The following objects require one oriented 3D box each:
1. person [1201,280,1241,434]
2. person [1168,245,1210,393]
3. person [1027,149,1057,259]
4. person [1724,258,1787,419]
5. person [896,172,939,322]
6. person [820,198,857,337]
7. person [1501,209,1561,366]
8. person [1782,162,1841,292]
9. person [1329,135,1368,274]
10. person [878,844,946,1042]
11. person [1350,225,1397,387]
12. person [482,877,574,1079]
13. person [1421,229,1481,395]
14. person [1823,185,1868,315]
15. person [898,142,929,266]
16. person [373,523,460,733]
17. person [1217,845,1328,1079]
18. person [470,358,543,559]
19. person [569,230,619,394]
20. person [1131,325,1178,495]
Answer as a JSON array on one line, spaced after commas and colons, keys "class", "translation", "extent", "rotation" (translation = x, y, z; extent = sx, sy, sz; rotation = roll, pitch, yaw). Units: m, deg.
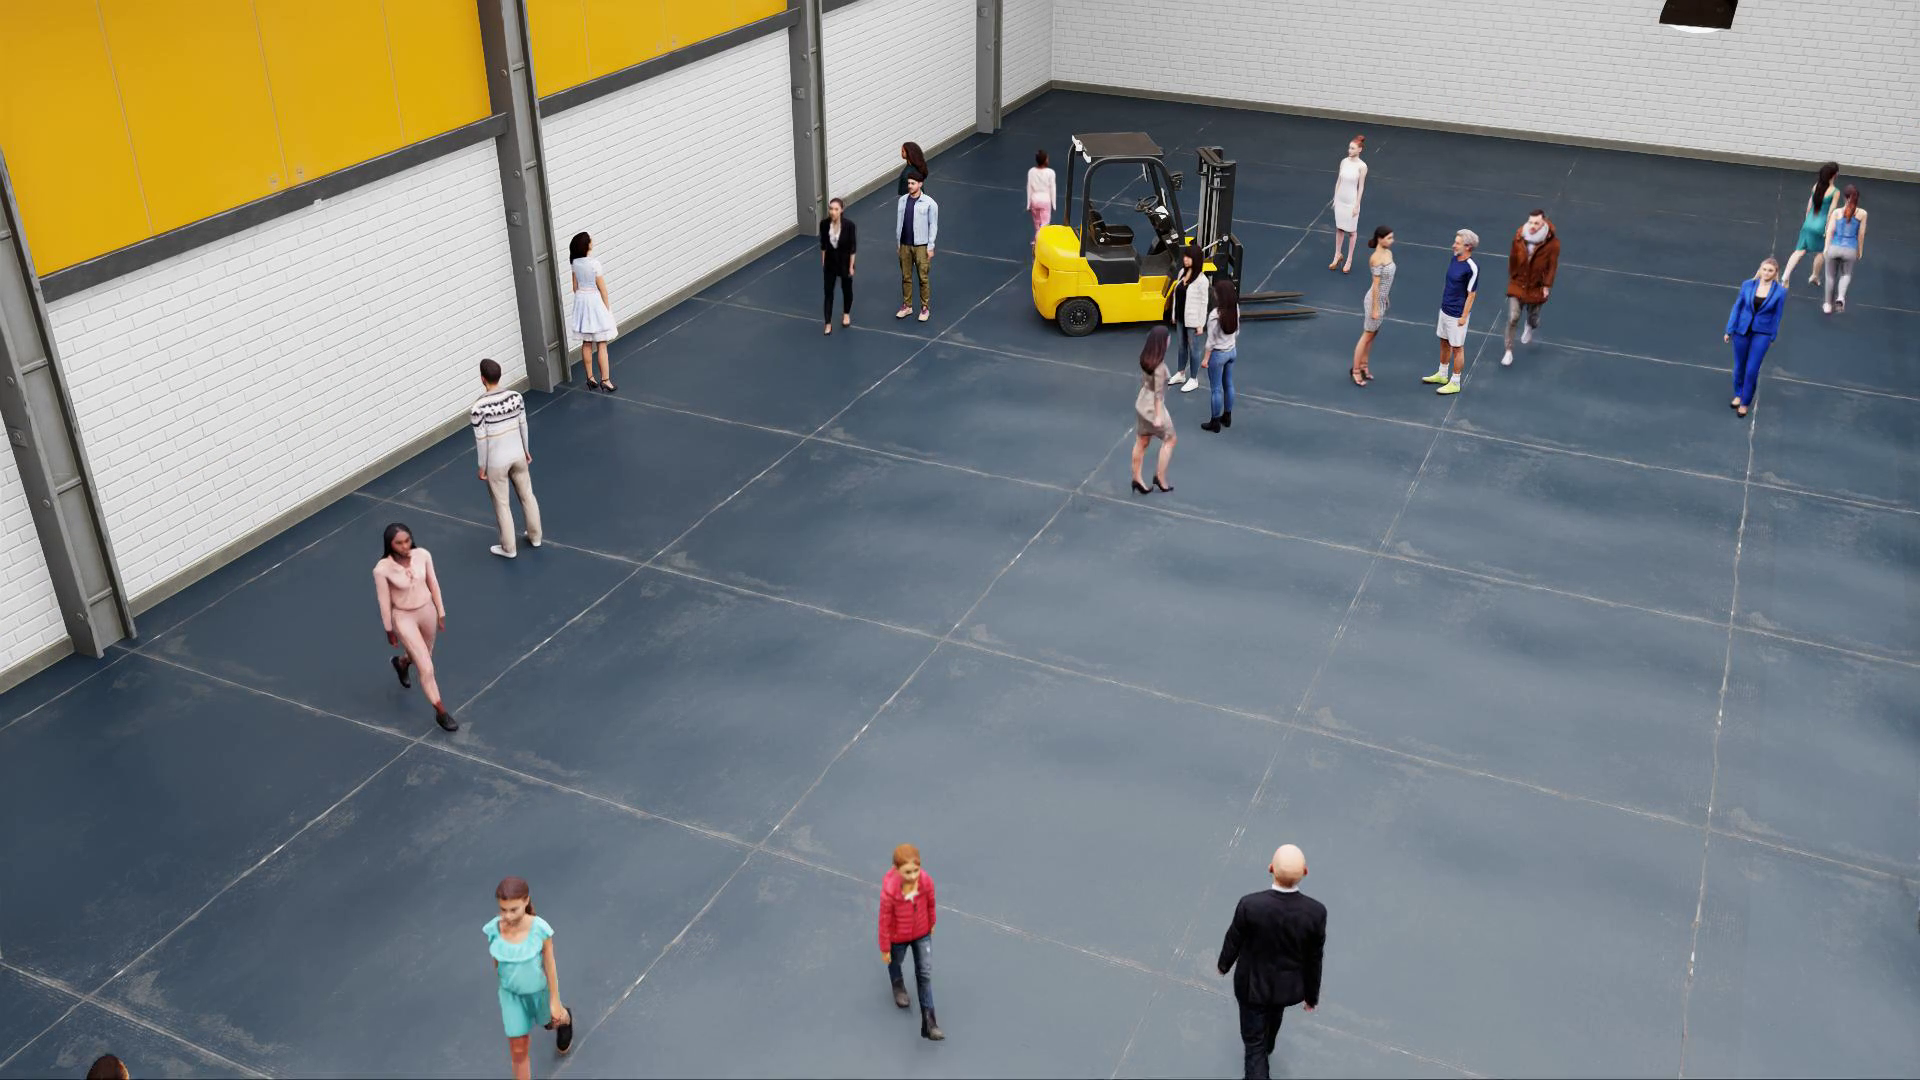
[{"class": "person", "translation": [2.722, -1.912, 17.228], "extent": [0.583, 1.633, 0.730], "rotation": [-23, 36, -36]}, {"class": "person", "translation": [2.519, -2.442, 18.195], "extent": [0.713, 1.638, 0.702], "rotation": [-19, 34, -31]}, {"class": "person", "translation": [1.059, -4.479, 22.149], "extent": [0.584, 1.428, 0.915], "rotation": [11, 30, 19]}, {"class": "person", "translation": [8.444, -2.198, 17.701], "extent": [0.715, 1.683, 0.830], "rotation": [21, 35, 33]}, {"class": "person", "translation": [-0.539, -3.550, 20.045], "extent": [0.667, 1.812, 0.545], "rotation": [12, 31, 21]}, {"class": "person", "translation": [-1.401, -3.270, 19.724], "extent": [0.803, 1.627, 1.072], "rotation": [3, 29, 5]}, {"class": "person", "translation": [6.440, -2.880, 18.822], "extent": [0.672, 1.806, 0.974], "rotation": [16, 32, 27]}, {"class": "person", "translation": [10.657, -3.880, 20.818], "extent": [1.095, 1.651, 0.912], "rotation": [-18, 33, -29]}, {"class": "person", "translation": [5.033, -4.339, 21.512], "extent": [0.603, 1.793, 0.628], "rotation": [-23, 36, -35]}, {"class": "person", "translation": [-0.335, 2.302, 9.865], "extent": [0.877, 1.287, 0.942], "rotation": [-10, 30, -17]}, {"class": "person", "translation": [4.552, -2.581, 18.263], "extent": [0.666, 1.816, 0.502], "rotation": [16, 32, 26]}, {"class": "person", "translation": [-2.384, 2.467, 9.313], "extent": [0.835, 1.525, 1.141], "rotation": [1, 29, 2]}, {"class": "person", "translation": [5.398, -2.501, 18.094], "extent": [0.781, 1.838, 0.698], "rotation": [-7, 29, -12]}, {"class": "person", "translation": [10.669, -3.463, 20.120], "extent": [0.621, 1.588, 0.821], "rotation": [12, 31, 21]}, {"class": "person", "translation": [-0.612, -4.445, 21.892], "extent": [0.770, 1.614, 0.705], "rotation": [-9, 30, -16]}, {"class": "person", "translation": [-4.161, 0.603, 12.557], "extent": [0.947, 1.691, 1.156], "rotation": [24, 37, 37]}, {"class": "person", "translation": [1.686, 2.475, 9.050], "extent": [1.031, 1.763, 1.263], "rotation": [-1, 29, -2]}, {"class": "person", "translation": [-4.061, -0.734, 14.831], "extent": [0.808, 1.860, 0.631], "rotation": [25, 37, 38]}, {"class": "person", "translation": [-3.997, -2.474, 18.065], "extent": [0.681, 1.818, 0.701], "rotation": [13, 31, 23]}, {"class": "person", "translation": [1.753, -1.199, 15.822], "extent": [0.831, 1.728, 0.773], "rotation": [-11, 30, -19]}]
